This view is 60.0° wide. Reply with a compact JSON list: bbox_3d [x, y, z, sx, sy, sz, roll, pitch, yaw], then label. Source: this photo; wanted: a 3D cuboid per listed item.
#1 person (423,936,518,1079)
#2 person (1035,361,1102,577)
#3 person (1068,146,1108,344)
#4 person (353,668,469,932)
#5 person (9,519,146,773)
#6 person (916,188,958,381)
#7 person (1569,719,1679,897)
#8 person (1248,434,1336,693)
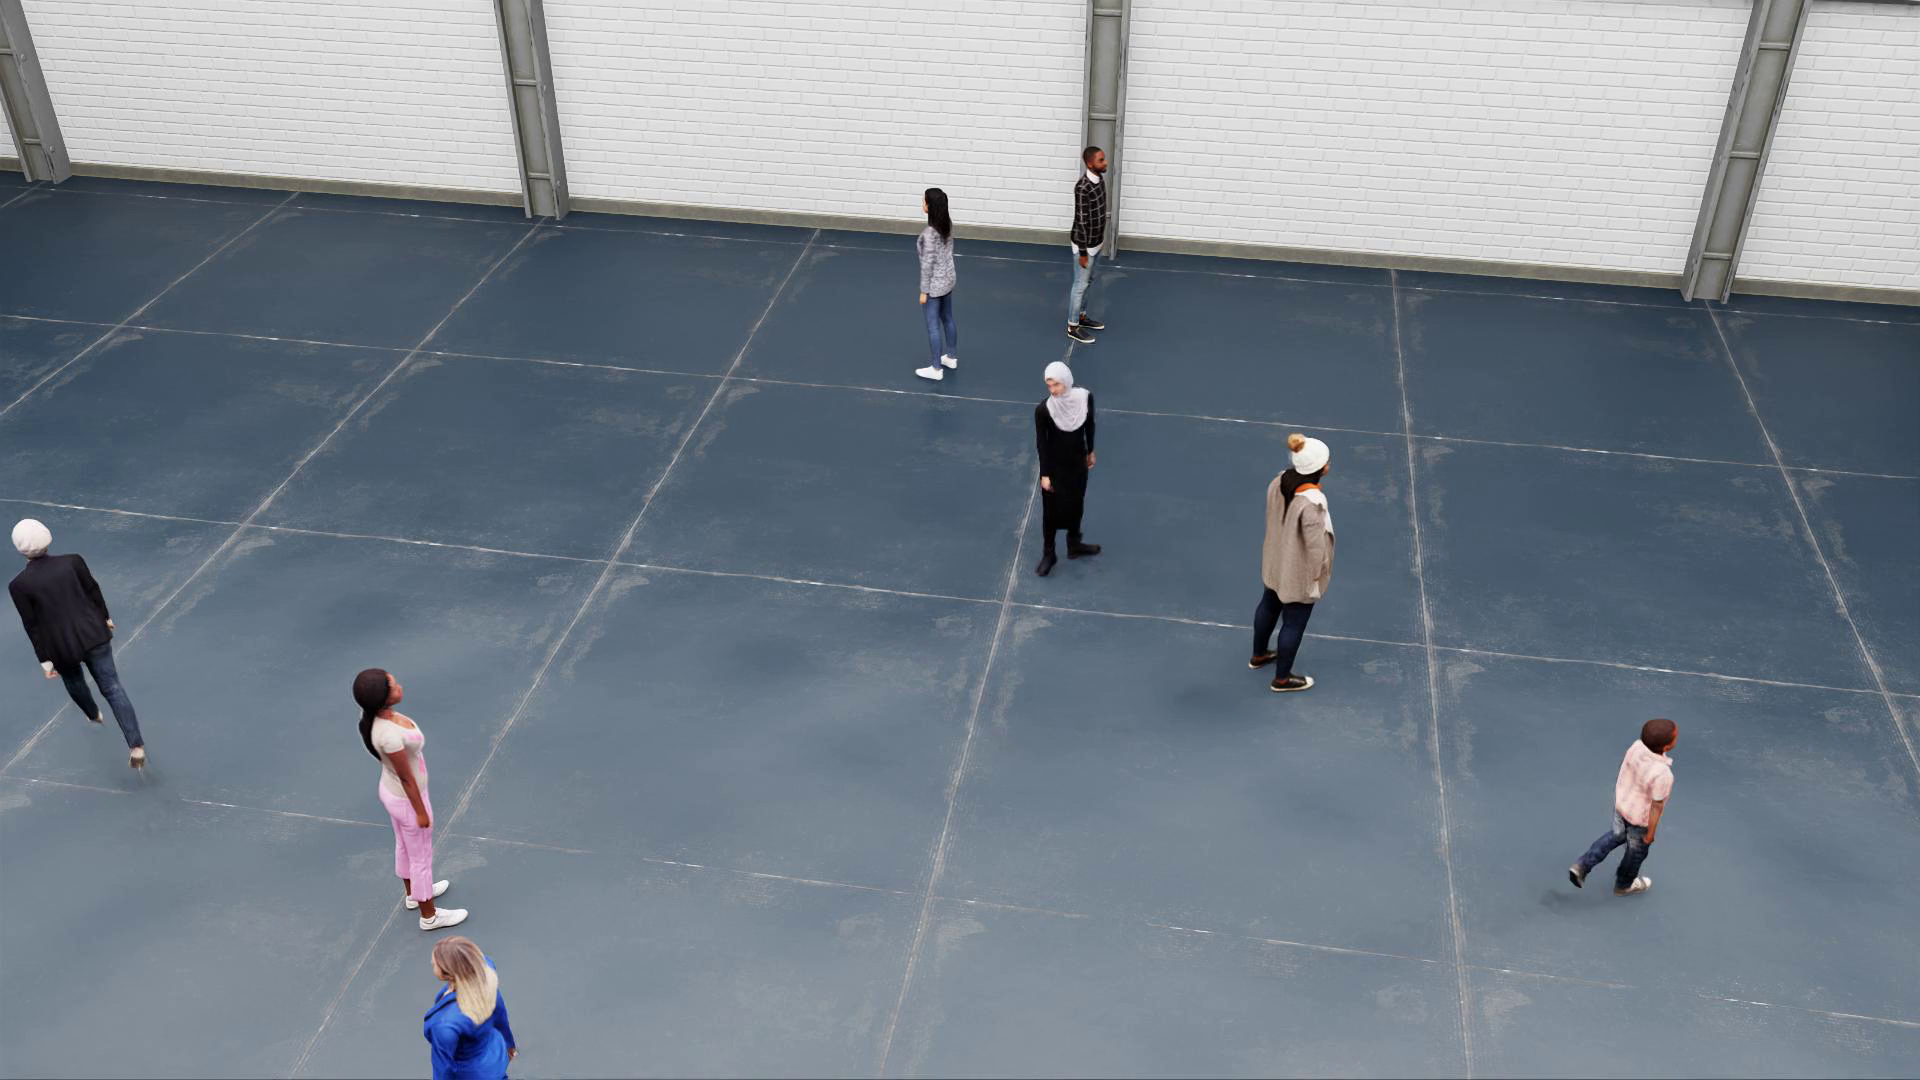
[{"bbox_3d":[-2.078,2.469,7.557,1.164,1.655,0.714,3,34,4],"label":"person"},{"bbox_3d":[0.791,-0.553,12.011,0.760,1.758,0.898,-22,39,-29],"label":"person"},{"bbox_3d":[1.159,-2.741,15.246,0.654,1.820,0.717,14,36,20],"label":"person"},{"bbox_3d":[-3.037,1.400,9.088,0.715,1.741,0.653,-22,39,-29],"label":"person"},{"bbox_3d":[-5.335,0.649,10.147,1.166,1.750,1.188,-25,41,-32],"label":"person"},{"bbox_3d":[-0.192,-2.264,14.610,0.629,1.730,0.668,17,37,23],"label":"person"},{"bbox_3d":[3.739,1.512,9.318,0.838,1.301,0.694,-8,35,-12],"label":"person"},{"bbox_3d":[2.160,0.126,10.870,0.849,1.892,0.821,-13,36,-19],"label":"person"}]
